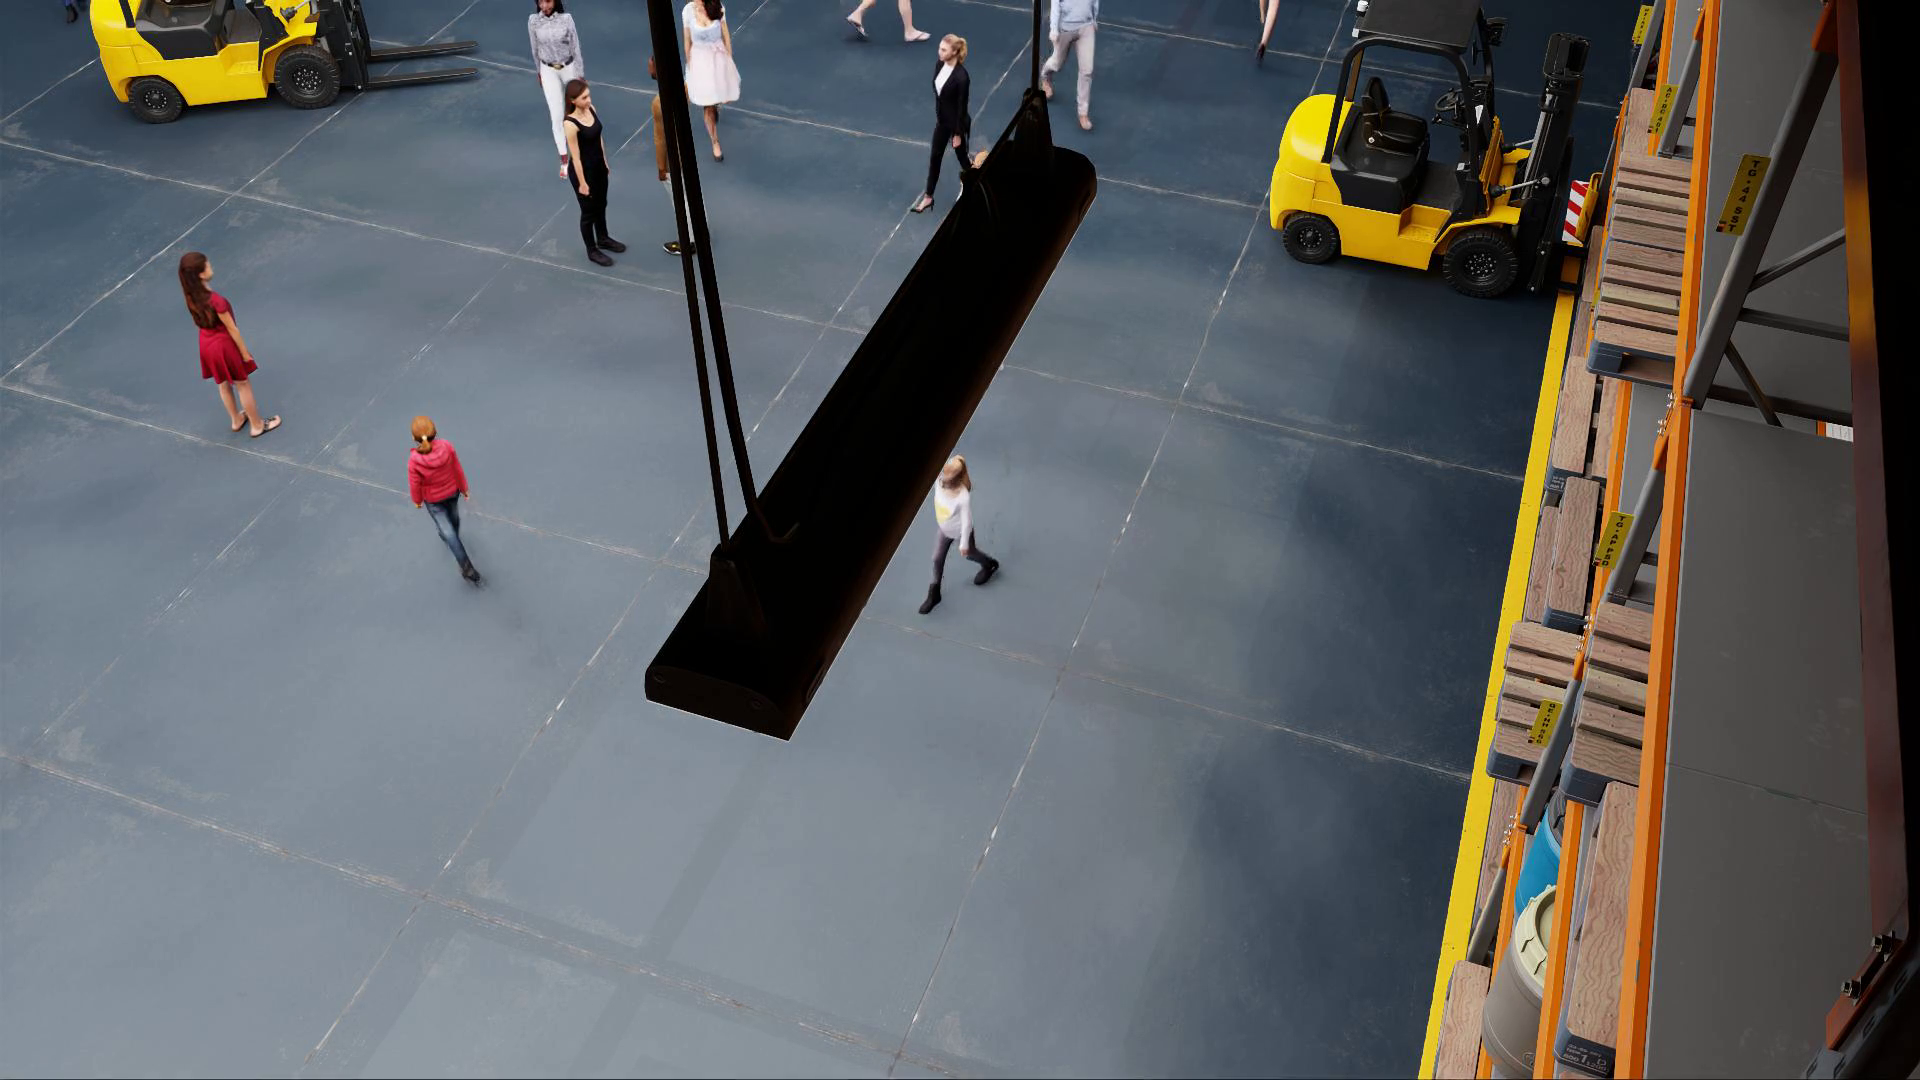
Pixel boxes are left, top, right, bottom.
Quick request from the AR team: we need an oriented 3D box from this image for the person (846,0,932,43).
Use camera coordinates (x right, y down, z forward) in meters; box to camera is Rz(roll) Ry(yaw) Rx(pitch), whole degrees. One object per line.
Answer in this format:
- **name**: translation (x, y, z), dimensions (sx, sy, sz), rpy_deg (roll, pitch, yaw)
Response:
- **person**: translation (-0.771, -5.914, 16.886), dimensions (1.050, 1.807, 1.148), rpy_deg (-6, 44, -6)

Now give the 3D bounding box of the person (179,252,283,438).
- **person**: translation (-5.499, -1.455, 12.391), dimensions (0.551, 1.551, 0.610), rpy_deg (17, 46, 17)

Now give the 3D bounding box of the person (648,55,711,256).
- **person**: translation (-2.398, -3.282, 14.118), dimensions (0.677, 1.814, 0.462), rpy_deg (16, 46, 16)

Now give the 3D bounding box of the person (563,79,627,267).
- **person**: translation (-3.132, -3.112, 14.032), dimensions (0.635, 1.687, 0.469), rpy_deg (12, 45, 13)

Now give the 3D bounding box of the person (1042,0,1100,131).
- **person**: translation (1.038, -4.896, 15.777), dimensions (1.129, 1.863, 1.268), rpy_deg (-12, 45, -13)

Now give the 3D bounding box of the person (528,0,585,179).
- **person**: translation (-3.643, -4.298, 15.283), dimensions (0.938, 1.679, 1.251), rpy_deg (-2, 44, -2)

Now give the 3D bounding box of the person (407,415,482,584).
- **person**: translation (-3.504, -0.265, 11.332), dimensions (0.911, 1.289, 0.861), rpy_deg (-29, 51, -27)

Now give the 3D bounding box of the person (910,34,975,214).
- **person**: translation (0.009, -3.663, 14.612), dimensions (1.014, 1.684, 0.894), rpy_deg (-30, 51, -27)

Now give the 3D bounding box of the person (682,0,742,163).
- **person**: translation (-2.310, -4.363, 15.265), dimensions (0.968, 1.798, 1.060), rpy_deg (-9, 44, -9)

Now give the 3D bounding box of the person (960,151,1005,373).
- **person**: translation (0.115, -2.270, 13.085), dimensions (1.057, 1.775, 1.214), rpy_deg (-12, 45, -12)

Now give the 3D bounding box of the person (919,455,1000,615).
- **person**: translation (0.023, -0.100, 11.181), dimensions (0.721, 1.258, 0.972), rpy_deg (33, 53, 30)
